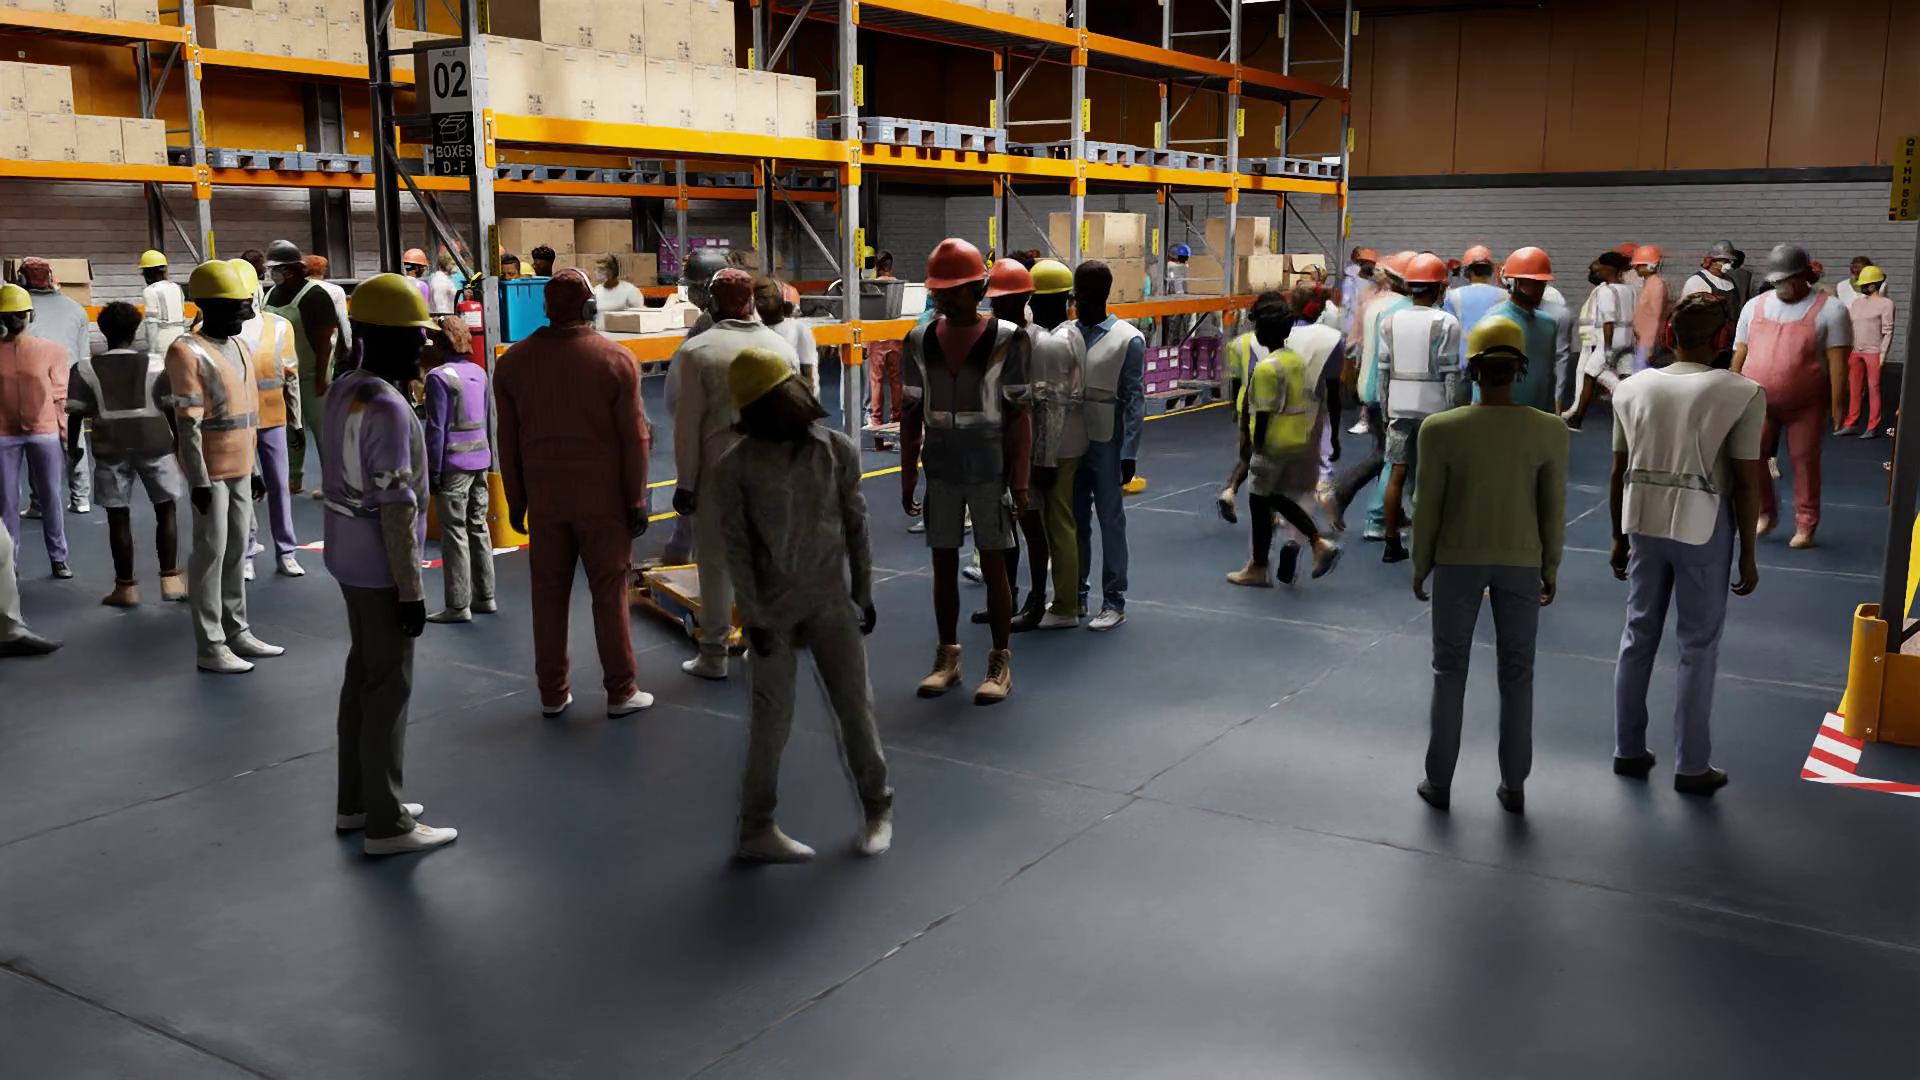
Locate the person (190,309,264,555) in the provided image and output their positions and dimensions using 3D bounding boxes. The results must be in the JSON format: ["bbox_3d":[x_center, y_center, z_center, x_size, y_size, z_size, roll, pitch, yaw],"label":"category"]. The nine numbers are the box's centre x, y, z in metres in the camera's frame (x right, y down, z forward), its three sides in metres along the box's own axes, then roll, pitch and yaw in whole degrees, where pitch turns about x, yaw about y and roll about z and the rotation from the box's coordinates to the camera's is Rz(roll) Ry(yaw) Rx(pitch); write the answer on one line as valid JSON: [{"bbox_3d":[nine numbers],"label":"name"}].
[{"bbox_3d":[-4.733,-0.755,10.670,0.480,1.733,0.333,-2,10,-9],"label":"person"}]

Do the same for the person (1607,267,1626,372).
[{"bbox_3d":[9.923,-3.314,25.132,0.418,1.615,0.518,-5,11,-27],"label":"person"}]

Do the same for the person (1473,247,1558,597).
[{"bbox_3d":[3.157,-0.659,9.451,0.608,1.987,0.402,-6,12,-31],"label":"person"}]

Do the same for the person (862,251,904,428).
[{"bbox_3d":[-0.784,-2.099,17.646,0.598,1.907,0.408,-8,13,-38],"label":"person"}]

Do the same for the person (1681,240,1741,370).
[{"bbox_3d":[7.737,-2.064,17.065,0.681,2.000,0.535,-5,11,-26],"label":"person"}]

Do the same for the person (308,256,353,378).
[{"bbox_3d":[-6.922,-2.146,18.056,0.623,1.842,0.909,-1,10,-3],"label":"person"}]

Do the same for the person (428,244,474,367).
[{"bbox_3d":[-6.270,-2.672,20.593,0.631,1.987,0.988,-5,12,-28],"label":"person"}]

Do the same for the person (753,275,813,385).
[{"bbox_3d":[-1.191,-0.801,10.745,0.515,1.785,0.987,2,10,9],"label":"person"}]

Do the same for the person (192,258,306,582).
[{"bbox_3d":[-4.221,-0.709,9.910,0.596,1.914,0.393,-8,13,-37],"label":"person"}]

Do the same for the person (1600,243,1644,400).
[{"bbox_3d":[8.342,-2.707,20.788,0.405,1.984,0.613,-2,10,-13],"label":"person"}]

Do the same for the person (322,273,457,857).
[{"bbox_3d":[-1.894,0.081,5.542,0.410,1.916,0.586,-7,12,-33],"label":"person"}]

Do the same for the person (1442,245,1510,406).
[{"bbox_3d":[4.388,-1.497,14.123,0.618,1.981,1.089,3,11,18],"label":"person"}]

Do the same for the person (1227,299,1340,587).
[{"bbox_3d":[1.861,-0.542,9.594,0.562,1.682,0.544,7,12,35],"label":"person"}]

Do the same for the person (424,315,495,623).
[{"bbox_3d":[-2.666,-0.379,8.872,0.318,1.631,0.524,2,11,13],"label":"person"}]

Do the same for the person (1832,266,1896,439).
[{"bbox_3d":[9.251,-1.908,16.990,0.328,1.760,0.523,-4,11,-19],"label":"person"}]

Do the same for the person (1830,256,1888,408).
[{"bbox_3d":[10.778,-2.480,19.968,0.597,1.826,0.587,7,12,35],"label":"person"}]

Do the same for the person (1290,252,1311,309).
[{"bbox_3d":[5.261,-3.472,25.435,0.429,1.841,0.621,3,11,16],"label":"person"}]

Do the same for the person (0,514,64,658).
[{"bbox_3d":[-4.720,-0.273,7.850,0.850,1.778,0.576,-2,11,-13],"label":"person"}]

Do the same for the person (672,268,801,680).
[{"bbox_3d":[-1.048,-0.303,7.728,0.653,1.895,0.402,-9,13,-40],"label":"person"}]

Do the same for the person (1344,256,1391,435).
[{"bbox_3d":[4.439,-2.066,17.582,0.985,1.867,0.636,-7,12,-32],"label":"person"}]

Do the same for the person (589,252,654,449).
[{"bbox_3d":[-3.169,-1.702,15.409,0.636,1.920,0.683,4,11,22],"label":"person"}]

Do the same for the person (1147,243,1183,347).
[{"bbox_3d":[3.298,-3.714,26.208,0.711,2.000,0.539,8,13,38],"label":"person"}]

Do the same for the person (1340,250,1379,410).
[{"bbox_3d":[4.785,-2.522,20.028,0.634,1.893,0.399,-6,12,-32],"label":"person"}]

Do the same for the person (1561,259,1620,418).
[{"bbox_3d":[7.238,-2.244,18.693,0.801,1.815,0.634,3,11,16],"label":"person"}]

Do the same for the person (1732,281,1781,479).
[{"bbox_3d":[6.834,-1.360,14.127,0.550,1.699,0.317,3,11,15],"label":"person"}]

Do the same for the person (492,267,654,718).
[{"bbox_3d":[-1.616,-0.190,7.052,0.643,1.910,0.400,1,10,8],"label":"person"}]

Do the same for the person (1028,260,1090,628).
[{"bbox_3d":[0.497,-0.495,8.710,0.396,1.920,0.586,2,10,12],"label":"person"}]

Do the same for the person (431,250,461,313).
[{"bbox_3d":[-5.897,-2.391,19.260,0.517,1.922,0.638,-2,10,-10],"label":"person"}]

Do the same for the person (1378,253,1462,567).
[{"bbox_3d":[2.859,-0.801,10.345,0.543,1.941,0.352,9,14,41],"label":"person"}]

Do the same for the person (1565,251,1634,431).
[{"bbox_3d":[6.835,-2.056,17.404,0.608,1.919,1.020,-8,13,-39],"label":"person"}]

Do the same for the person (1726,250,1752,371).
[{"bbox_3d":[11.943,-3.532,25.676,0.513,1.871,0.329,-3,11,-17],"label":"person"}]
